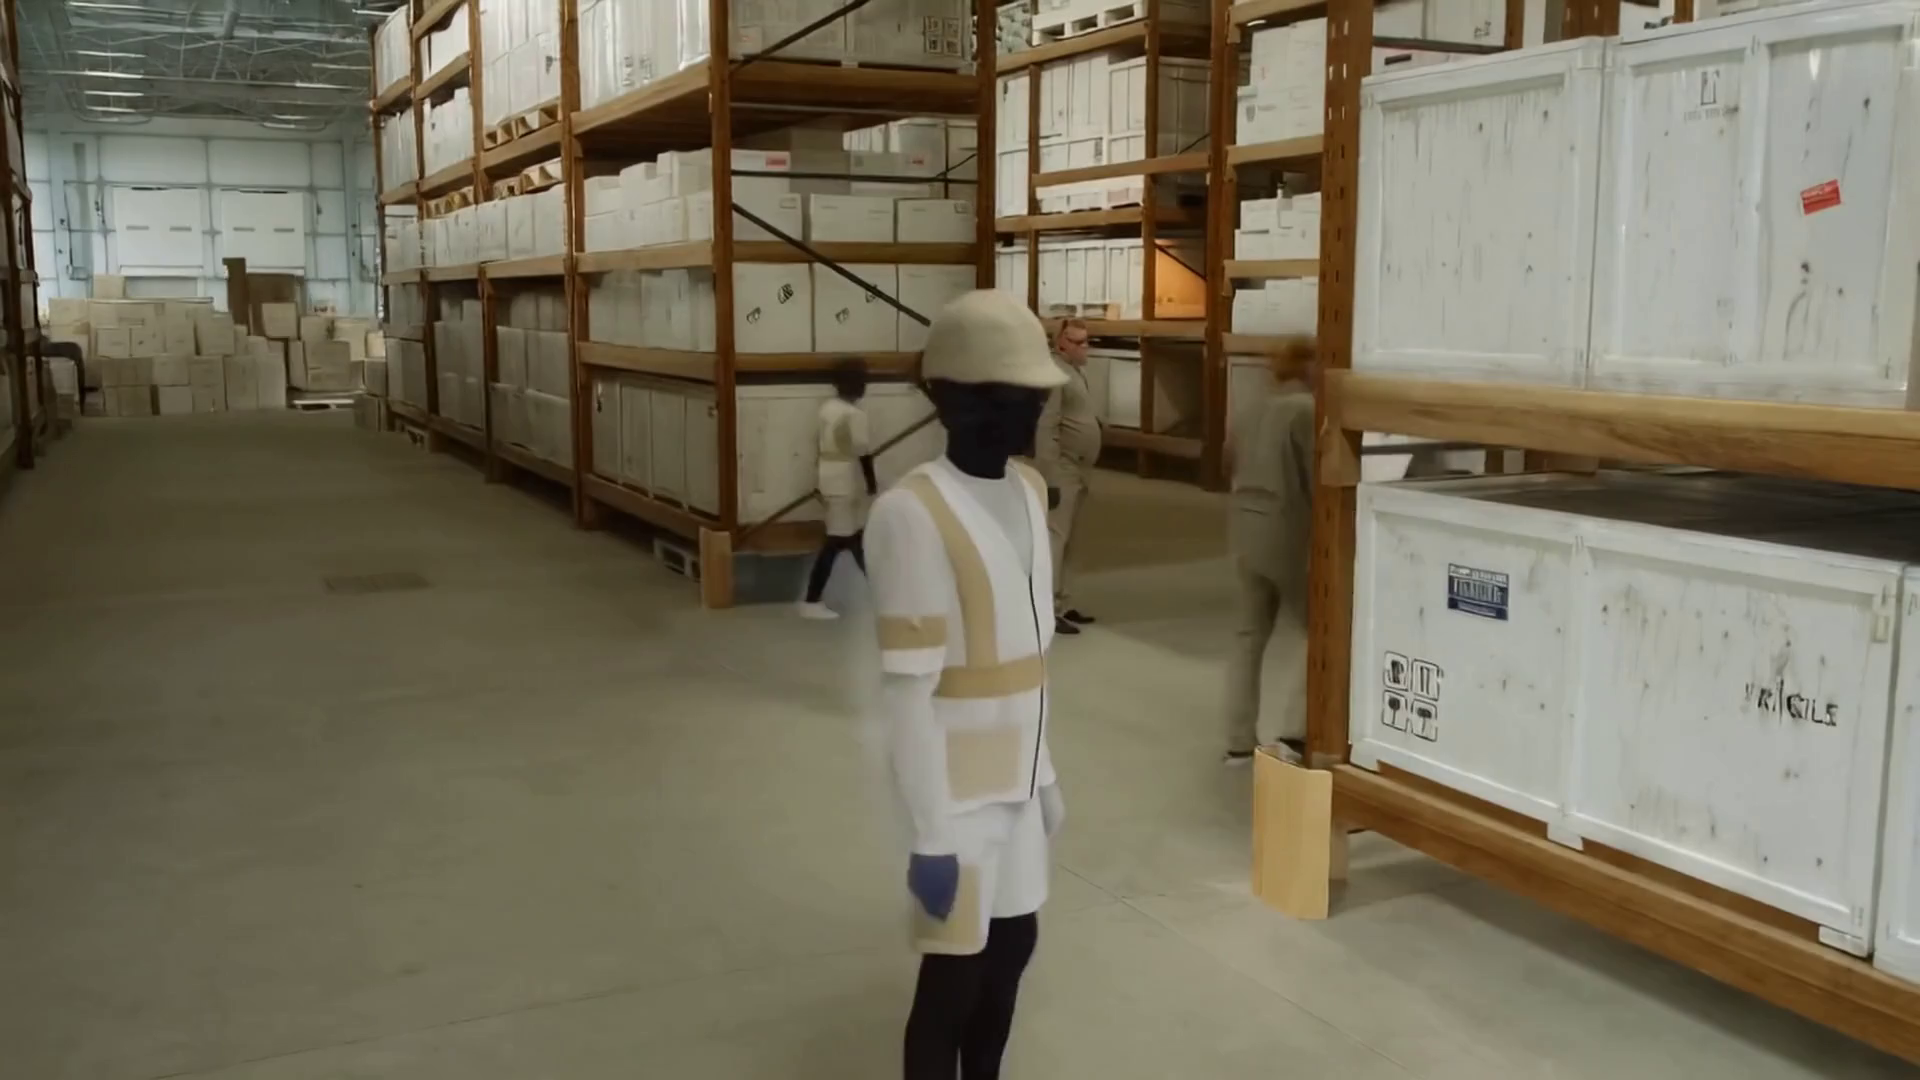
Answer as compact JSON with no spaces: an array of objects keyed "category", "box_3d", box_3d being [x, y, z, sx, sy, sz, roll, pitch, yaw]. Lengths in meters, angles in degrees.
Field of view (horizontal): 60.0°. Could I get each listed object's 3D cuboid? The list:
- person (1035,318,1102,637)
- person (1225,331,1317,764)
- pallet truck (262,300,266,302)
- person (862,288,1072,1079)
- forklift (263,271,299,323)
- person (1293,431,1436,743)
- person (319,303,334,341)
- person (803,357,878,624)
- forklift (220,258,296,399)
[{"category":"person","box_3d":[0.659,-0.385,10.088,0.400,1.907,0.644,3,9,21]},{"category":"person","box_3d":[1.441,0.043,7.217,0.657,1.876,0.674,-6,10,-34]},{"category":"pallet truck","box_3d":[-23.913,-7.404,58.171,1.885,1.965,0.823,-1,8,-9]},{"category":"person","box_3d":[0.050,0.498,3.532,0.382,2.043,0.611,4,9,28]},{"category":"forklift","box_3d":[-19.767,-6.452,48.580,1.873,2.768,1.129,6,10,37]},{"category":"person","box_3d":[1.538,0.157,6.638,0.841,1.809,0.581,-4,9,-24]},{"category":"person","box_3d":[-17.214,-5.446,44.966,0.747,1.916,0.551,8,11,43]},{"category":"person","box_3d":[-0.637,-0.313,10.440,0.875,1.646,0.544,-4,9,-28]},{"category":"forklift","box_3d":[-14.315,-4.194,33.009,1.873,2.768,1.129,-4,9,-26]}]
